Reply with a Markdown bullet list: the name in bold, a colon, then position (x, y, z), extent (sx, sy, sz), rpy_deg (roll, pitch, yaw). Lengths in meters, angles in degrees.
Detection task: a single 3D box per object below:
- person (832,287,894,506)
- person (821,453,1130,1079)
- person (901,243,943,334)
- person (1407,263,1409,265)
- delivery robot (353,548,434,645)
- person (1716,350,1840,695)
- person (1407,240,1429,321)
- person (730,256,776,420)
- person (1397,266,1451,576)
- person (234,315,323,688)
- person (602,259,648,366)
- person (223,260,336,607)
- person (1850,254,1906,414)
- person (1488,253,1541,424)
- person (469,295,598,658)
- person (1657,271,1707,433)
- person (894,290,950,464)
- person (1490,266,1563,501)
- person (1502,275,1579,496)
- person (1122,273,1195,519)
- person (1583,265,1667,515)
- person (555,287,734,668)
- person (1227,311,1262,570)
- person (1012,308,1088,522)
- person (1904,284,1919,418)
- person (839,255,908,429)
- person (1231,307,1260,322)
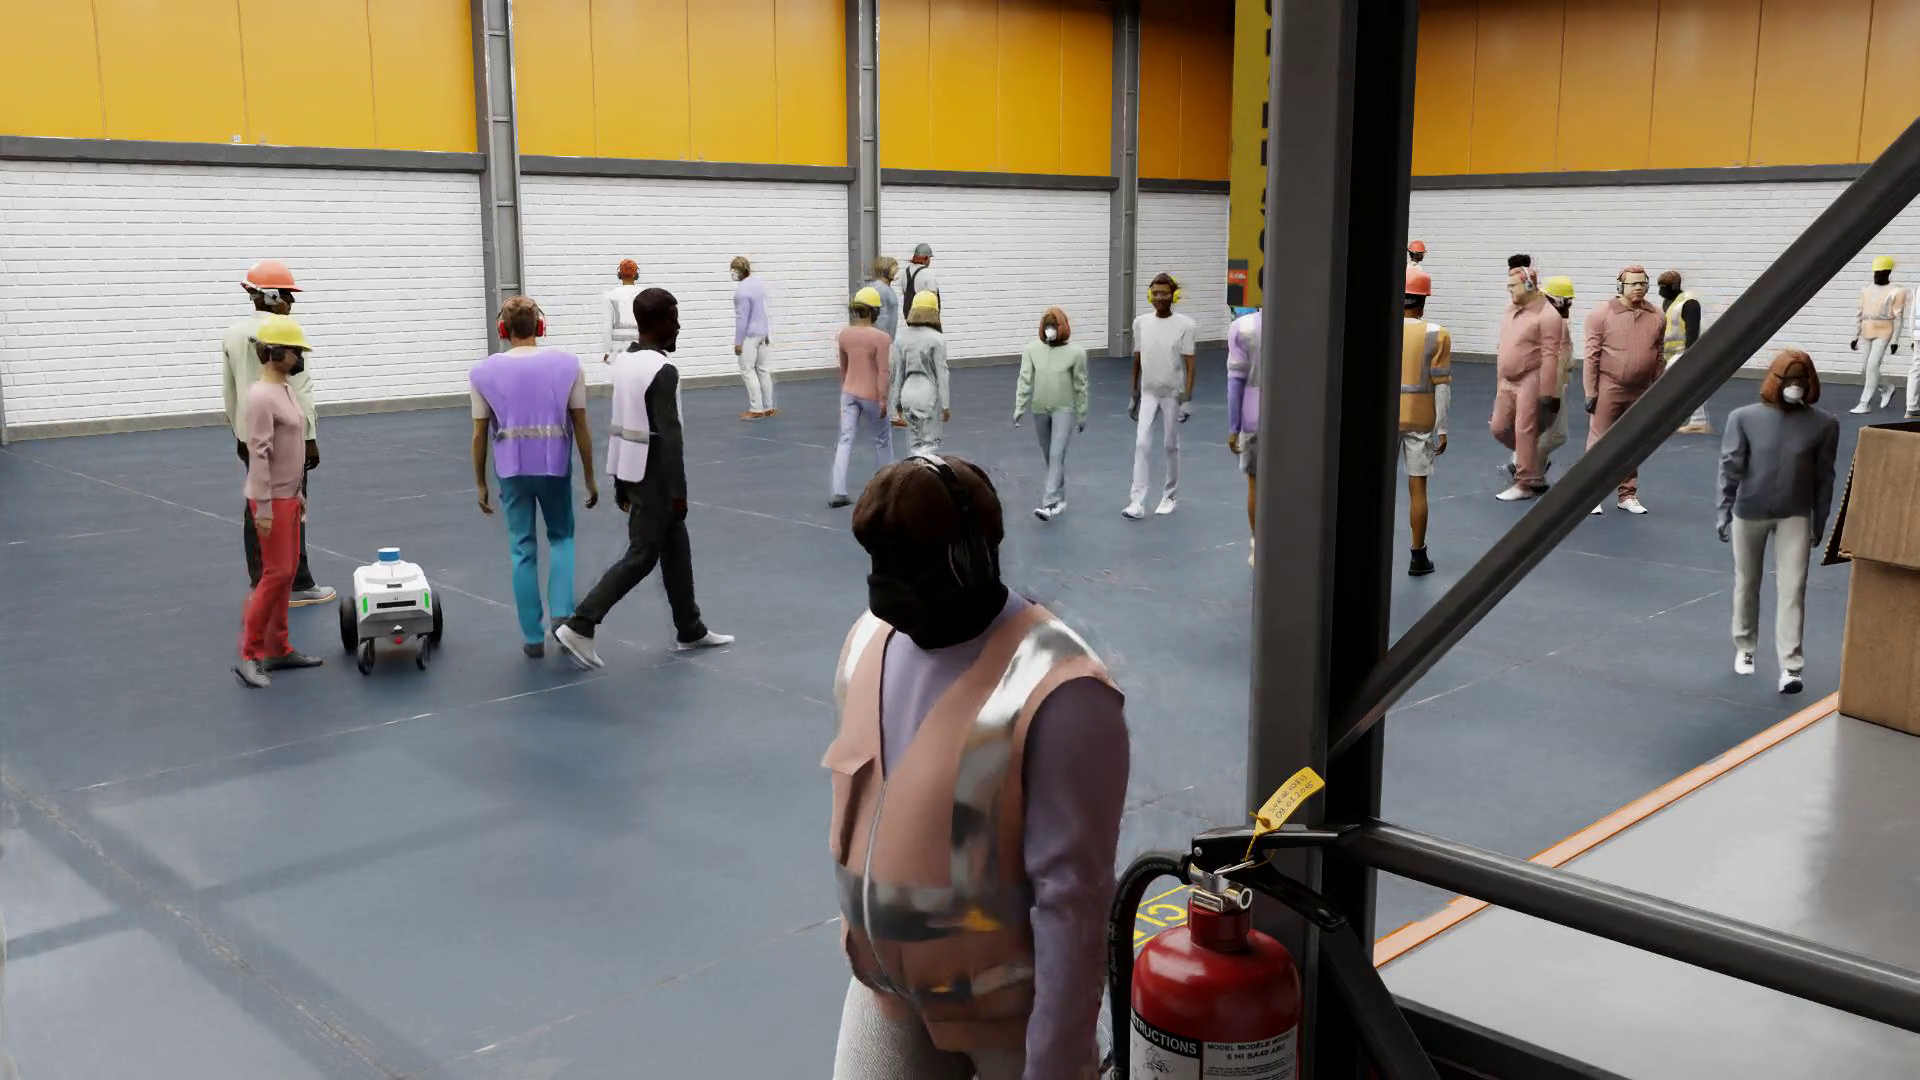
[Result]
- **person**: position (-0.745, -1.142, 13.249), extent (0.530, 1.723, 0.885), rpy_deg (6, 12, 30)
- **person**: position (-0.032, 0.753, 2.747), extent (0.999, 1.776, 0.659), rpy_deg (-10, 14, -43)
- **person**: position (-0.535, -3.299, 24.134), extent (0.537, 2.000, 0.686), rpy_deg (-10, 14, -44)
- **person**: position (6.442, -3.350, 24.866), extent (1.009, 1.880, 0.566), rpy_deg (7, 12, 33)
- **delivery robot**: position (-2.868, 0.283, 8.397), extent (0.477, 0.478, 0.707), rpy_deg (-4, 11, -22)
- **person**: position (3.826, -0.083, 7.817), extent (0.510, 1.594, 0.815), rpy_deg (4, 11, 22)
- **person**: position (7.384, -3.835, 27.047), extent (0.376, 2.041, 0.615), rpy_deg (-2, 11, -13)
- **person**: position (-2.396, -2.337, 19.306), extent (0.417, 1.897, 0.799), rpy_deg (2, 11, 13)
- **person**: position (2.798, -0.741, 10.469), extent (0.553, 1.935, 0.361), rpy_deg (5, 11, 24)
- **person**: position (-3.321, -0.193, 8.018), extent (0.457, 1.742, 0.621), rpy_deg (-2, 11, -9)
- **person**: position (-3.472, -2.015, 17.561), extent (0.584, 1.882, 0.339), rpy_deg (-3, 11, -17)
- **person**: position (-3.945, -0.611, 9.604), extent (0.621, 1.990, 0.391), rpy_deg (5, 11, 24)
- **person**: position (11.037, -2.467, 19.952), extent (0.752, 1.905, 0.601), rpy_deg (-4, 11, -20)
- **person**: position (6.362, -2.242, 18.651), extent (0.673, 1.940, 0.603), rpy_deg (0, 10, -2)
- **person**: position (-2.155, -0.315, 8.424), extent (0.601, 1.828, 0.456), rpy_deg (-3, 11, -16)
- **person**: position (7.588, -1.973, 17.721), extent (1.073, 1.745, 0.638), rpy_deg (-1, 10, -5)
- **person**: position (-0.350, -1.057, 12.815), extent (0.526, 1.713, 0.593), rpy_deg (8, 13, 38)
- **person**: position (4.580, -1.256, 13.411), extent (0.497, 1.884, 0.665), rpy_deg (-4, 11, -19)
- **person**: position (4.724, -1.234, 13.498), extent (0.504, 1.811, 0.623), rpy_deg (-1, 10, -4)
- **person**: position (1.471, -1.061, 12.469), extent (0.542, 1.836, 0.909), rpy_deg (4, 11, 23)
- **person**: position (5.097, -1.143, 12.742), extent (0.642, 1.909, 0.399), rpy_deg (-1, 10, -5)
- **person**: position (-1.597, -0.312, 8.292), extent (0.932, 1.888, 0.600), rpy_deg (-6, 12, -30)
- **person**: position (1.962, -0.753, 10.334), extent (0.612, 2.019, 0.780), rpy_deg (0, 10, 1)
- **person**: position (0.674, -0.932, 12.464), extent (0.498, 1.588, 0.863), rpy_deg (5, 11, 24)
- **person**: position (11.233, -2.324, 19.247), extent (0.361, 1.884, 0.574), rpy_deg (-1, 10, -7)
- **person**: position (-0.901, -2.164, 18.298), extent (0.765, 1.916, 0.636), rpy_deg (2, 11, 10)
- **person**: position (4.750, -3.748, 27.635), extent (0.550, 1.643, 0.876), rpy_deg (-1, 10, -4)
